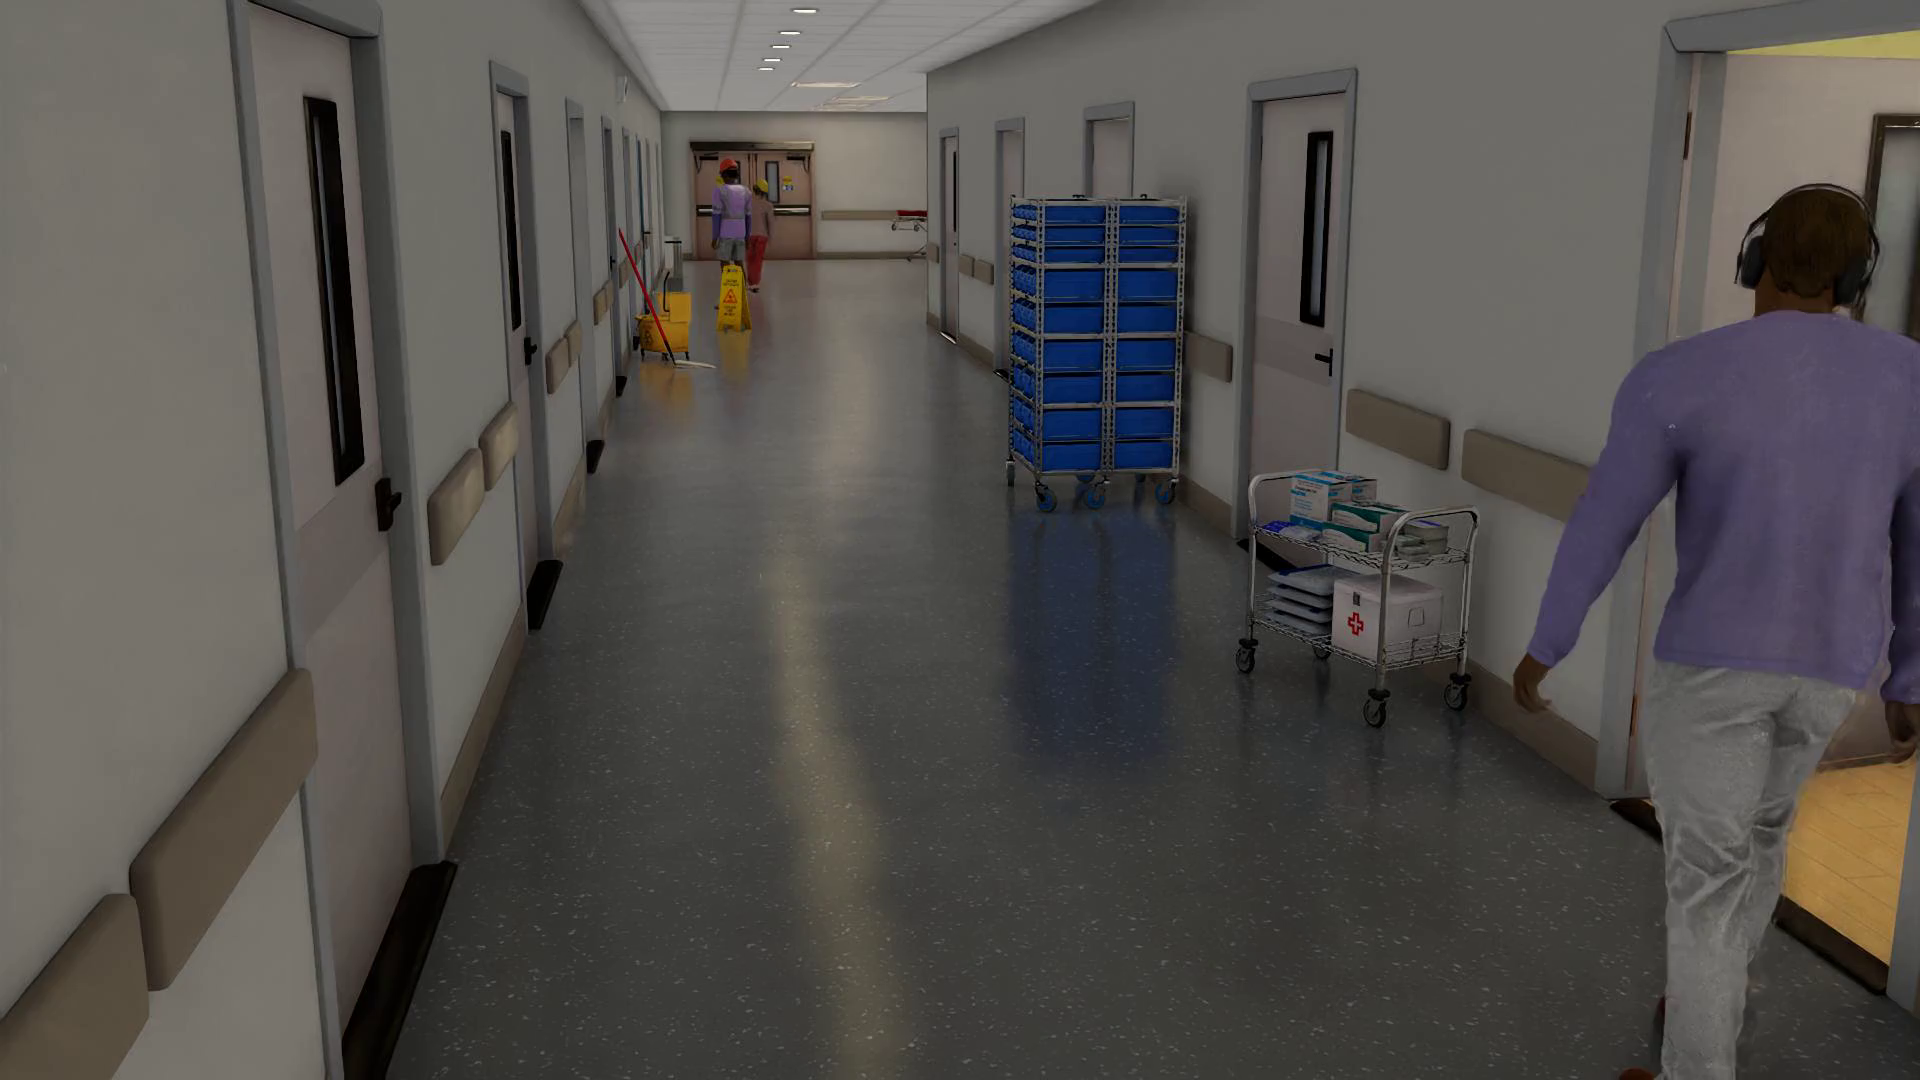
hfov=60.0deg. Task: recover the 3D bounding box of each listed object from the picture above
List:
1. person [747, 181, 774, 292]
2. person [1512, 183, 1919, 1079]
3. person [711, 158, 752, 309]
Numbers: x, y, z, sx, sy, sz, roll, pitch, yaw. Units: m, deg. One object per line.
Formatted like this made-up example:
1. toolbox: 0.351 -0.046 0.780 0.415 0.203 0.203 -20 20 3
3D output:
1. person: -3.170 -4.707 25.812 0.579 1.707 0.801 1 13 5
2. person: 1.534 0.252 3.370 0.758 1.895 0.772 0 13 0
3. person: -3.119 -4.151 22.623 0.612 2.029 0.407 -11 17 -41
